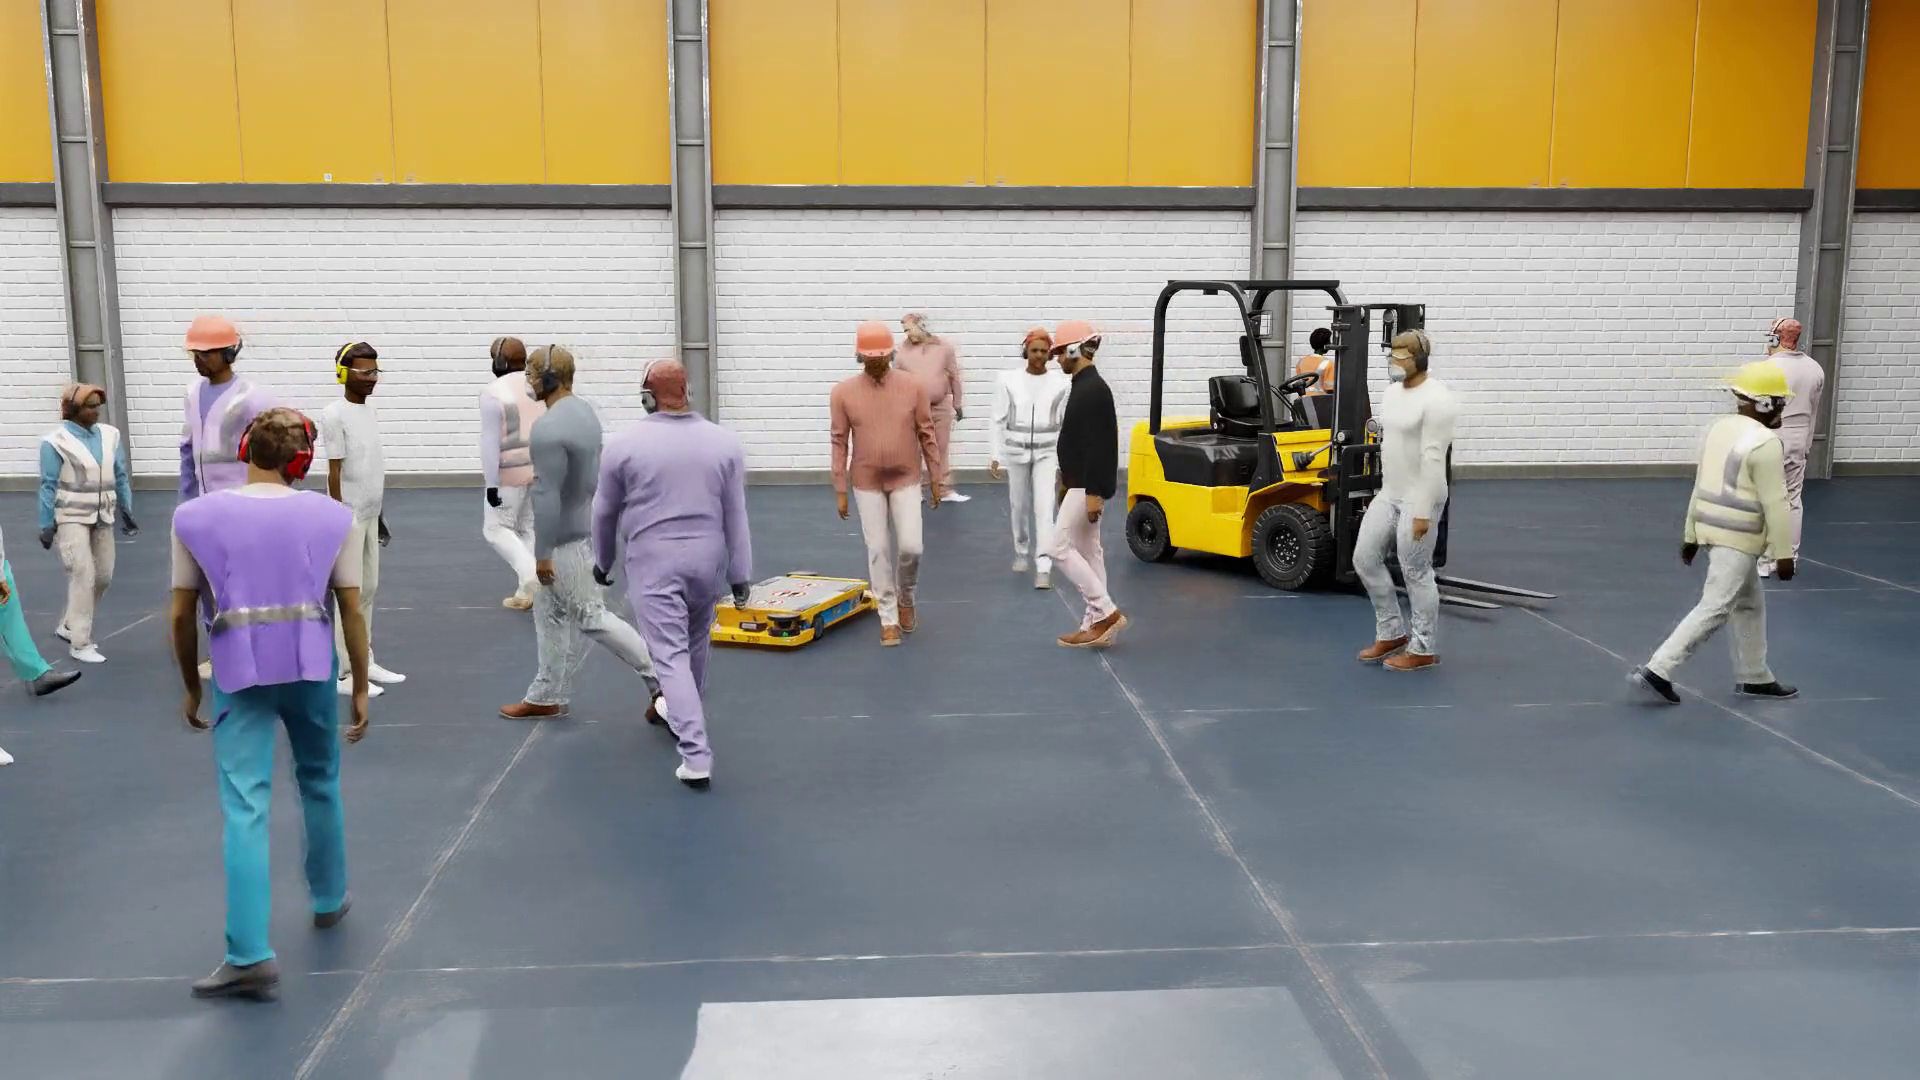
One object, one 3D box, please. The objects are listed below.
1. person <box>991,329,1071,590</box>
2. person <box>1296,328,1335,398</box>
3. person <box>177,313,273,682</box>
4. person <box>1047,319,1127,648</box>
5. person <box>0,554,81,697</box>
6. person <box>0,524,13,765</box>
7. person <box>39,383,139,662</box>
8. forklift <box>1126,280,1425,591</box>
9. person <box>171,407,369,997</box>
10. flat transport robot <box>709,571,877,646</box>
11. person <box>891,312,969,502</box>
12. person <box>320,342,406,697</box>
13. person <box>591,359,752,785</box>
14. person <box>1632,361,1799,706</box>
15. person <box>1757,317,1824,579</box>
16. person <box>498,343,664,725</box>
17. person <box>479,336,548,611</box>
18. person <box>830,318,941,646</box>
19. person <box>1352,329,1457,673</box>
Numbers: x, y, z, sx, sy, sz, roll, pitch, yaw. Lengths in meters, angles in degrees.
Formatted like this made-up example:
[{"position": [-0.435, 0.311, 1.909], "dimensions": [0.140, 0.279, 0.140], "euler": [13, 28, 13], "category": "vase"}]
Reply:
[{"position": [0.526, -0.613, 12.068], "dimensions": [0.587, 1.842, 0.984], "euler": [1, 9, 4], "category": "person"}, {"position": [3.593, -1.297, 16.820], "dimensions": [0.320, 1.690, 0.537], "euler": [-5, 11, -31], "category": "person"}, {"position": [-3.998, -0.262, 9.307], "dimensions": [0.621, 2.019, 0.864], "euler": [6, 11, 32], "category": "person"}, {"position": [0.718, -0.318, 9.824], "dimensions": [0.448, 1.961, 0.625], "euler": [1, 9, 3], "category": "person"}, {"position": [-5.068, -0.004, 8.563], "dimensions": [0.885, 1.714, 0.547], "euler": [2, 9, 10], "category": "person"}, {"position": [-4.474, 0.179, 7.362], "dimensions": [0.324, 1.742, 0.492], "euler": [8, 12, 40], "category": "person"}, {"position": [-5.134, -0.111, 9.640], "dimensions": [0.574, 1.606, 0.525], "euler": [3, 10, 19], "category": "person"}, {"position": [2.301, -0.860, 12.475], "dimensions": [1.214, 2.155, 2.313], "euler": [-6, 11, -35], "category": "forklift"}, {"position": [-2.204, 0.483, 5.325], "dimensions": [0.608, 1.801, 0.813], "euler": [-5, 10, -27], "category": "person"}, {"position": [-1.049, 0.417, 10.475], "dimensions": [0.652, 0.197, 1.431], "euler": [3, 10, 19], "category": "flat transport robot"}, {"position": [-0.258, -1.260, 16.046], "dimensions": [0.790, 1.866, 0.399], "euler": [-2, 9, -11], "category": "person"}, {"position": [-3.176, -0.114, 8.824], "dimensions": [0.319, 1.865, 0.521], "euler": [1, 9, 5], "category": "person"}, {"position": [-1.311, 0.116, 7.463], "dimensions": [0.645, 1.844, 1.040], "euler": [-6, 11, -33], "category": "person"}, {"position": [3.915, -0.024, 8.523], "dimensions": [0.905, 1.793, 0.609], "euler": [0, 9, 0], "category": "person"}, {"position": [5.965, -0.670, 12.185], "dimensions": [0.641, 1.908, 0.407], "euler": [-4, 10, -24], "category": "person"}, {"position": [-1.799, -0.010, 8.110], "dimensions": [0.954, 1.905, 0.643], "euler": [1, 9, 3], "category": "person"}, {"position": [-2.850, -0.410, 10.828], "dimensions": [0.516, 1.827, 0.634], "euler": [6, 11, 32], "category": "person"}, {"position": [-0.440, -0.335, 9.891], "dimensions": [0.662, 1.965, 0.485], "euler": [-1, 9, -4], "category": "person"}, {"position": [2.446, -0.202, 9.198], "dimensions": [0.534, 1.918, 0.646], "euler": [-2, 9, -15], "category": "person"}]
